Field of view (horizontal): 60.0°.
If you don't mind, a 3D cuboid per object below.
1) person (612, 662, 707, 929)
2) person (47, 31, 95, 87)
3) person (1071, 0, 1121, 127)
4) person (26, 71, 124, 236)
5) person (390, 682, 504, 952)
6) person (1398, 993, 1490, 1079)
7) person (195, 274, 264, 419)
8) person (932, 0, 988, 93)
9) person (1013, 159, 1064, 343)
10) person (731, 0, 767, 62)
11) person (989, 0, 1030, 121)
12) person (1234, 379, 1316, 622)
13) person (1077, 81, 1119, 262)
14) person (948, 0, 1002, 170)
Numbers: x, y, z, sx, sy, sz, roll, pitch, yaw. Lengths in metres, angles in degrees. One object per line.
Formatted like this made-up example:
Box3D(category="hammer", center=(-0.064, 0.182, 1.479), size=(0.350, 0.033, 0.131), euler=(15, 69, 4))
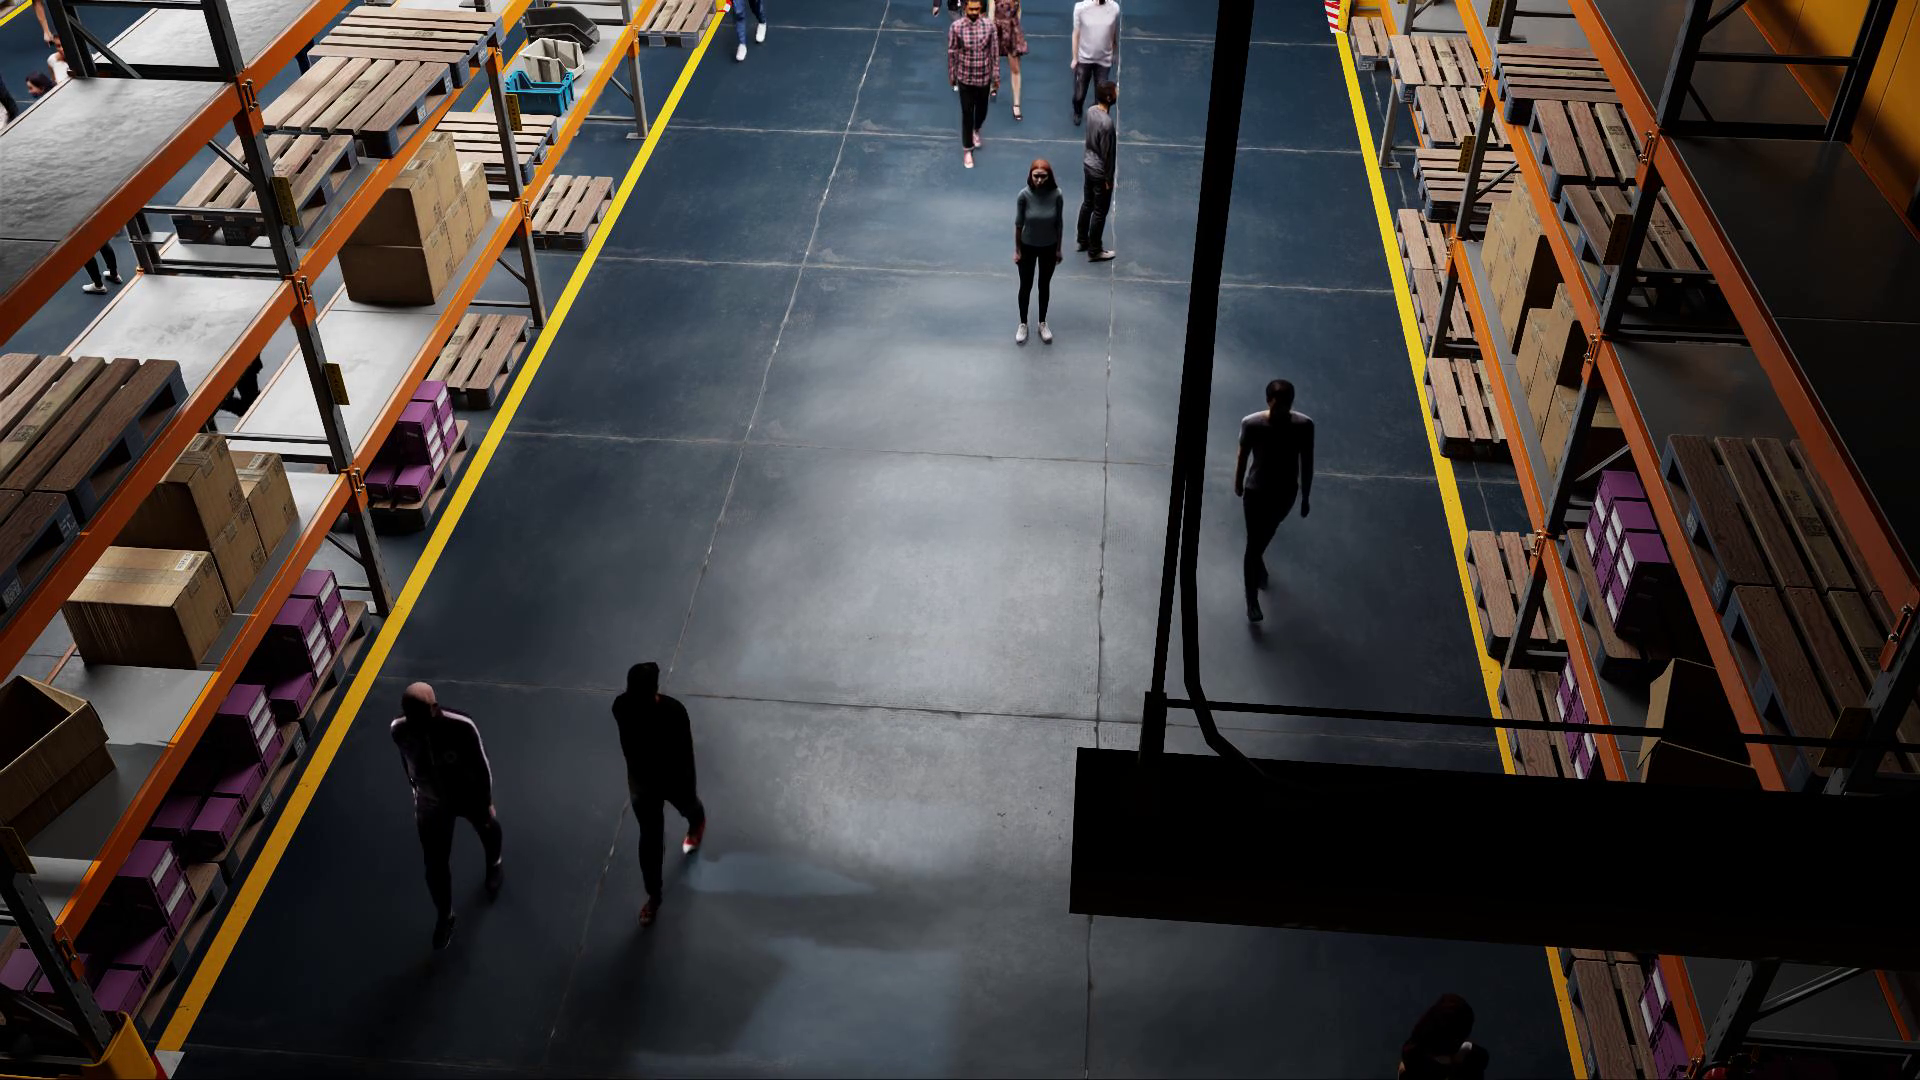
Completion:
Box3D(category="person", center=(-1.716, 1.342, 9.767), size=(0.715, 1.720, 1.168), euler=(7, 39, 8))
Box3D(category="person", center=(-8.915, -4.407, 16.992), size=(0.720, 1.687, 0.704), euler=(-7, 39, -9))
Box3D(category="person", center=(1.424, -5.182, 17.855), size=(0.761, 1.821, 0.982), euler=(-3, 39, -4))
Box3D(category="person", center=(-8.504, -3.707, 16.074), size=(0.878, 1.739, 1.082), euler=(21, 43, 24))
Box3D(category="person", center=(-2.898, 1.400, 9.627), size=(0.779, 1.804, 1.011), euler=(-4, 39, -5))
Box3D(category="person", center=(2.208, 2.854, 7.838), size=(0.710, 1.763, 1.091), euler=(-2, 39, -2))
Box3D(category="person", center=(-5.783, -1.530, 13.297), size=(0.667, 1.801, 0.617), euler=(3, 39, 4))
Box3D(category="person", center=(0.068, -6.185, 19.023), size=(0.945, 1.931, 1.089), euler=(18, 42, 22))
Box3D(category="person", center=(0.688, -2.542, 14.612), size=(0.625, 1.743, 0.578), euler=(-3, 39, -4))
Box3D(category="person", center=(-2.532, -6.710, 19.799), size=(0.710, 1.783, 1.115), euler=(5, 39, 6))
Box3D(category="person", center=(0.442, -5.604, 18.457), size=(0.913, 1.728, 1.225), euler=(-12, 40, -14))
Box3D(category="person", center=(2.213, -0.404, 11.872), size=(0.741, 1.822, 1.148), euler=(-1, 39, -1))
Box3D(category="person", center=(1.316, -3.513, 15.815), size=(0.746, 1.759, 0.622), euler=(-15, 41, -18))
Box3D(category="person", center=(0.153, -4.943, 17.606), size=(0.836, 1.757, 1.056), euler=(-4, 39, -5))
